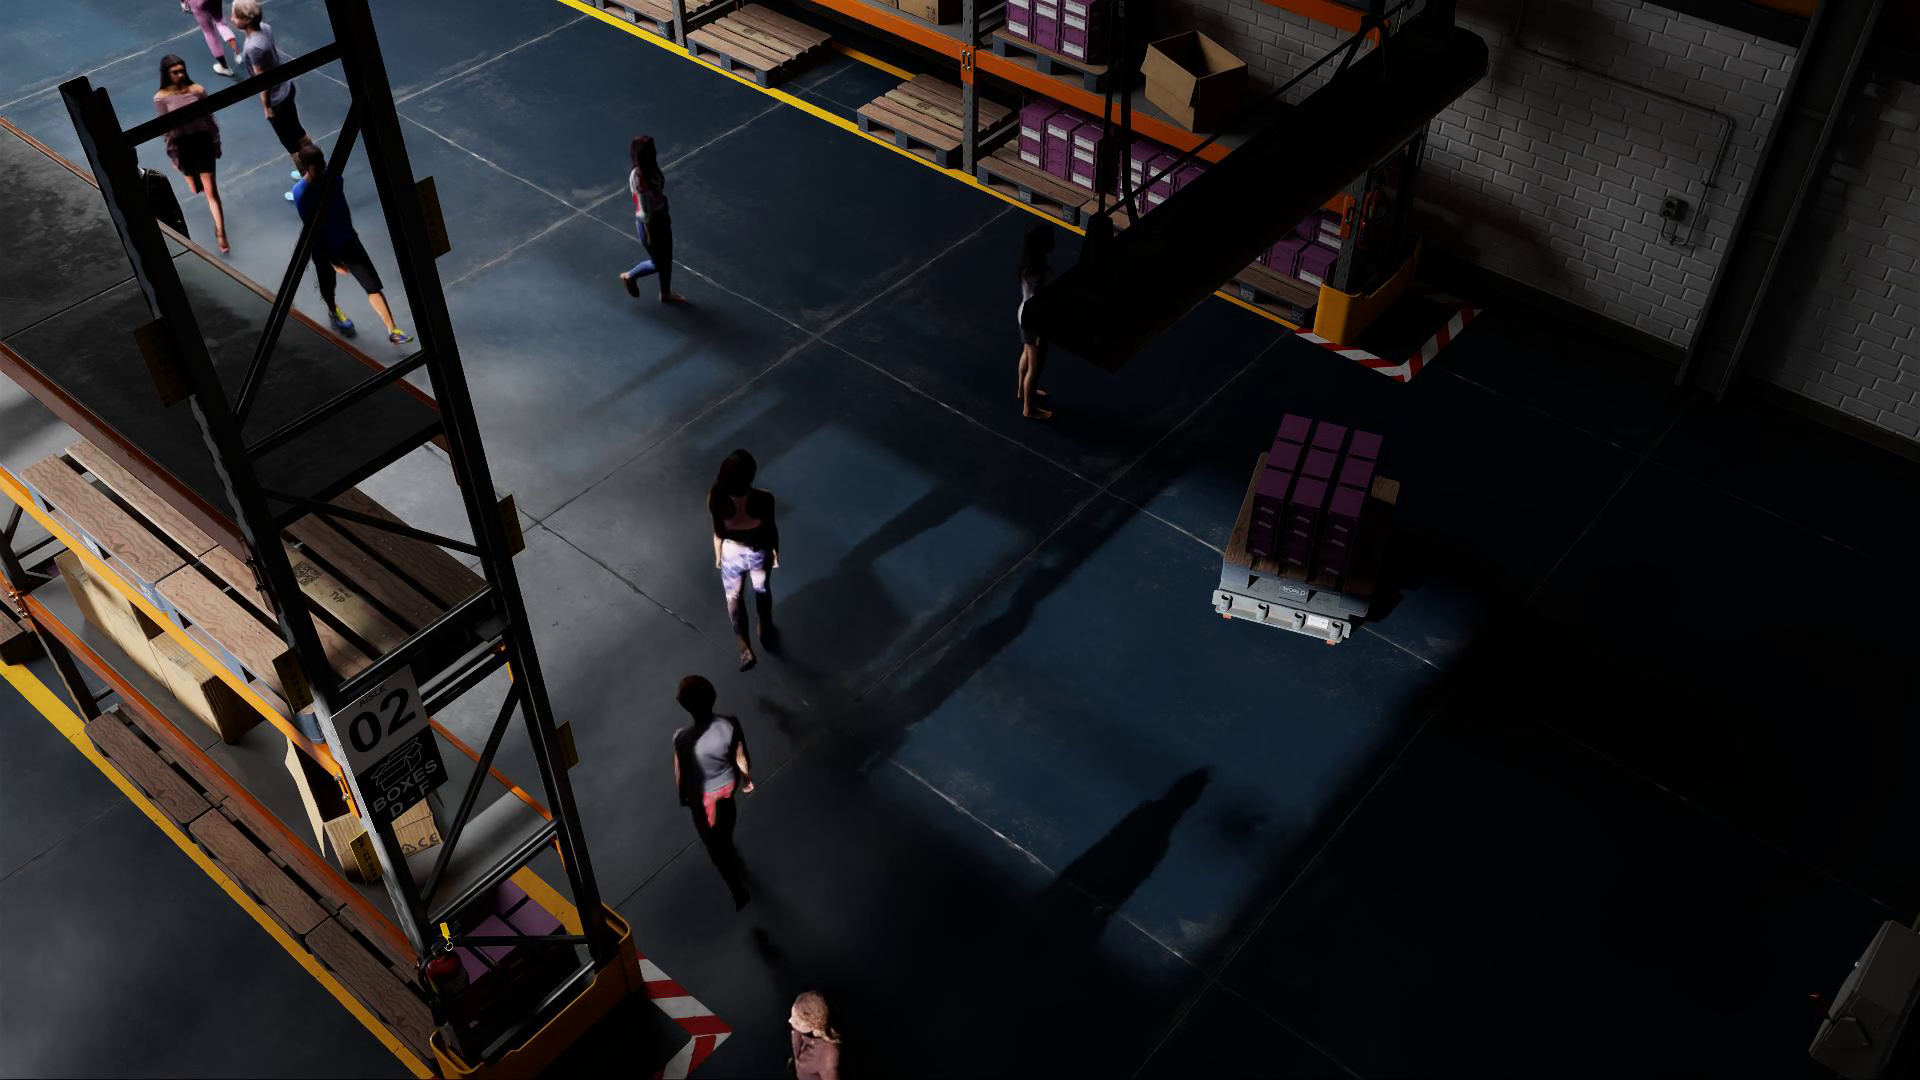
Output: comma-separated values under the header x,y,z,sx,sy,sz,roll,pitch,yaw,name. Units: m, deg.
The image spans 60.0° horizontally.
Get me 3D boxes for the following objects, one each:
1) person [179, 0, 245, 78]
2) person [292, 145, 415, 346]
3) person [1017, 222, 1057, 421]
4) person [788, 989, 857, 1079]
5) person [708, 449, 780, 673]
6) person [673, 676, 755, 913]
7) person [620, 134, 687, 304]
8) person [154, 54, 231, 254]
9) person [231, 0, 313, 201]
x,y,z,sx,sy,sz,roll,pitch,yaw,name
-7.544,-5.442,16.688,0.695,1.735,0.626,27,50,25,person
-5.120,-2.391,13.431,1.231,1.810,0.607,29,51,27,person
0.586,-1.707,12.789,0.724,1.706,0.665,-3,44,-4,person
-0.566,2.675,8.219,1.136,1.664,1.105,-6,44,-6,person
-1.385,0.159,10.798,0.936,1.749,1.018,-5,44,-5,person
-1.384,1.468,9.516,0.851,1.624,1.113,-18,46,-18,person
-2.634,-2.637,13.841,0.885,1.601,0.788,8,44,9,person
-6.694,-3.410,14.521,0.898,1.781,1.127,-18,46,-18,person
-6.185,-4.021,15.091,0.805,1.880,0.734,-6,44,-6,person
